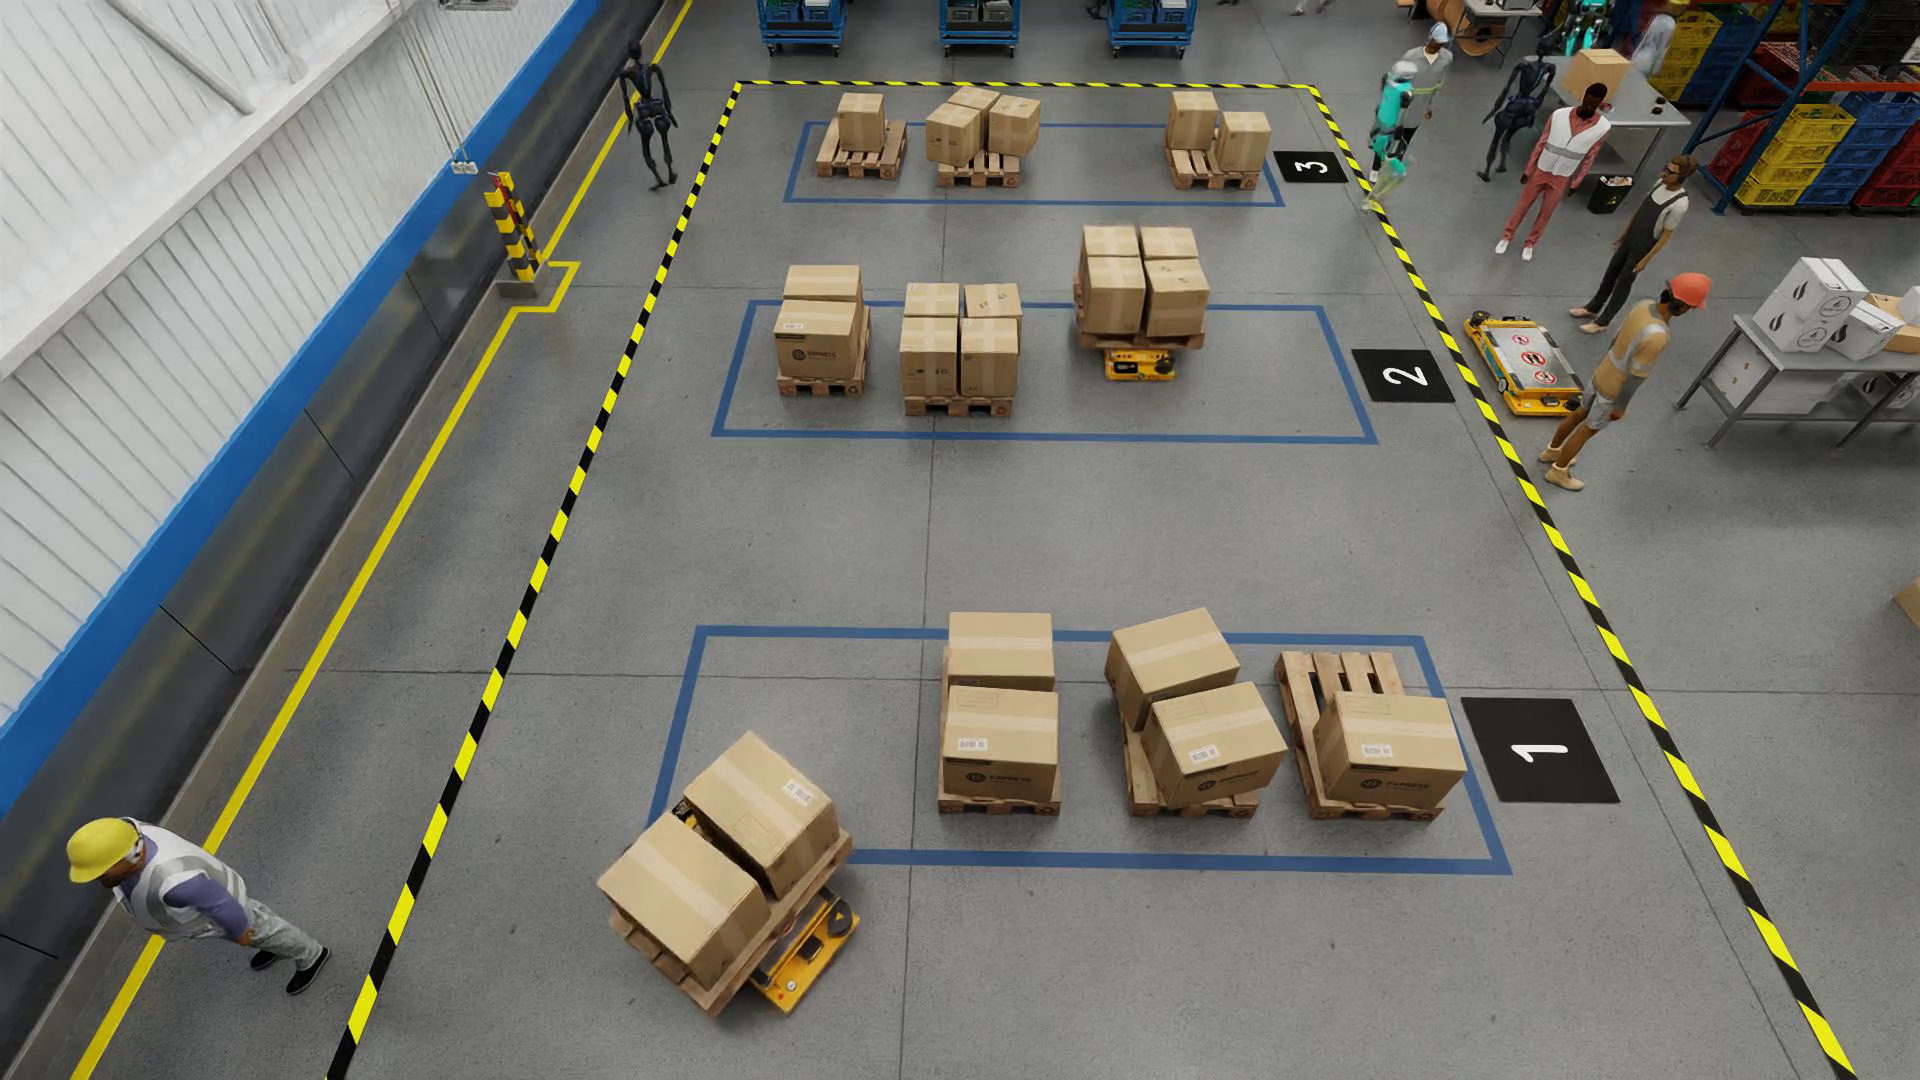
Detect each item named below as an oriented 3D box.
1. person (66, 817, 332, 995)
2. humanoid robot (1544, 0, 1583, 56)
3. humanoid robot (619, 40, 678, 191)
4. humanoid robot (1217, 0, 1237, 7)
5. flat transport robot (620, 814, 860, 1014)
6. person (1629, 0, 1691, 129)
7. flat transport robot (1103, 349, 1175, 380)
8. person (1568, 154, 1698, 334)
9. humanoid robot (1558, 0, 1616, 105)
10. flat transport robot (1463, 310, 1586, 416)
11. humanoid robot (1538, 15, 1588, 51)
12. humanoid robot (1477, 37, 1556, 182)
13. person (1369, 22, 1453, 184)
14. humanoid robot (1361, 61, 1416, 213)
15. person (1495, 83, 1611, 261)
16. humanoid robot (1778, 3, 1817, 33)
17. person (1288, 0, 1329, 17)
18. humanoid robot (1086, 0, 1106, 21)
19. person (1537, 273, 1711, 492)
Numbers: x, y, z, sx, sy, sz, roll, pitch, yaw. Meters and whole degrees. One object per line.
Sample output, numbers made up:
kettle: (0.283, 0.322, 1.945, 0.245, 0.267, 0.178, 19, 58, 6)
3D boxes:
person: (-3.983, 1.928, 4.828, 0.598, 1.834, 0.404, 22, 53, 18)
humanoid robot: (9.249, -8.105, 13.619, 0.307, 1.646, 0.616, 12, 50, 10)
humanoid robot: (-3.698, -5.061, 10.983, 0.609, 1.636, 0.488, -31, 56, -24)
humanoid robot: (4.514, -9.632, 14.937, 0.388, 1.642, 0.586, -17, 51, -14)
flat transport robot: (-1.379, 2.162, 5.644, 1.431, 0.197, 0.652, 28, 55, 22)
person: (8.916, -6.266, 12.006, 0.862, 1.693, 0.488, 11, 50, 9)
flat transport robot: (1.781, -2.165, 9.389, 0.652, 0.197, 1.431, 1, 49, 1)
person: (6.619, -2.867, 8.979, 0.345, 1.838, 0.524, 2, 49, 2)
humanoid robot: (8.581, -6.907, 12.570, 0.530, 1.780, 0.986, 14, 51, 12)
flat transport robot: (5.573, -1.757, 9.054, 0.659, 0.231, 1.431, 1, 49, 1)
humanoid robot: (9.383, -8.336, 13.737, 0.701, 1.727, 0.530, -5, 49, -4)
humanoid robot: (6.716, -5.197, 11.103, 0.610, 1.647, 0.343, -2, 49, -2)
person: (5.415, -5.198, 10.985, 0.598, 1.850, 0.388, -1, 49, -1)
humanoid robot: (5.018, -4.571, 10.540, 0.780, 1.789, 0.575, -9, 50, -8)
person: (6.406, -3.956, 9.876, 0.580, 1.911, 0.392, 27, 54, 22)
humanoid robot: (12.247, -7.574, 13.173, 0.839, 1.855, 0.548, 0, 49, 0)
person: (5.737, -9.298, 14.554, 0.515, 1.821, 0.607, -13, 50, -11)
humanoid robot: (2.276, -9.130, 14.506, 0.374, 1.647, 0.586, 14, 51, 12)
person: (5.370, -1.274, 7.470, 0.386, 2.035, 0.604, 13, 50, 11)
